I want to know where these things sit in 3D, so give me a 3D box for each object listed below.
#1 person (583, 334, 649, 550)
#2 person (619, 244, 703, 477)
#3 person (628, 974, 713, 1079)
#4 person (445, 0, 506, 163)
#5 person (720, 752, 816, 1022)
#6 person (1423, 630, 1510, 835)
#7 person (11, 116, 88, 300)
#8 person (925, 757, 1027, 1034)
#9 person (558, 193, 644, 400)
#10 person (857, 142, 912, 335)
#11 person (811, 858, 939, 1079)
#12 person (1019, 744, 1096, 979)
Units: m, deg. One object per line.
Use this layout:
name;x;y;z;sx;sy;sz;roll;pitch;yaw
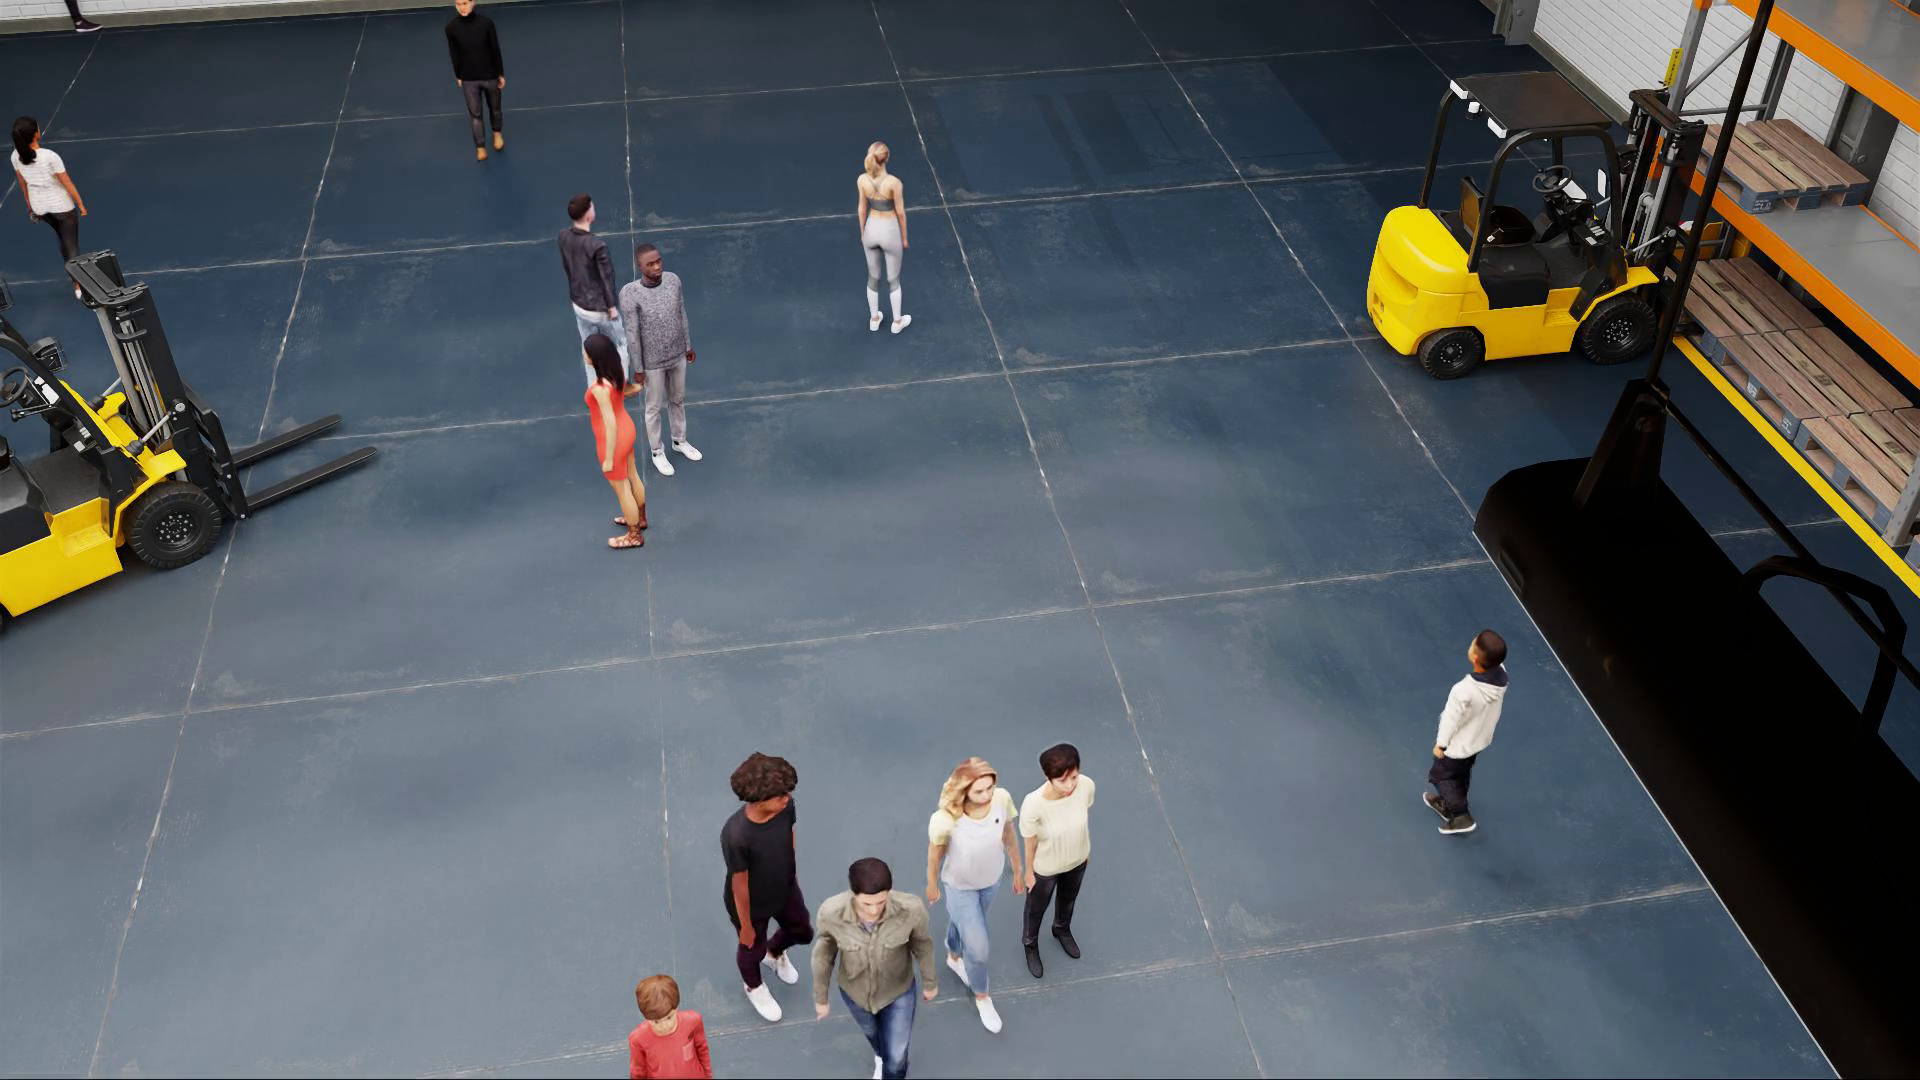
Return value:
person;-2.378;-0.687;11.511;0.698;1.719;0.525;2;39;3
person;-2.205;-1.358;12.255;0.761;1.839;0.766;-32;48;-33
person;-1.332;2.518;7.741;0.562;1.416;0.550;-15;41;-18
person;-4.755;-4.661;16.509;0.667;1.692;1.011;-8;39;-10
person;-1.056;1.721;8.457;0.770;1.767;0.809;-31;48;-33
person;2.917;1.144;9.442;0.721;1.441;0.778;-25;45;-28
person;-7.791;-2.802;14.229;0.648;1.633;0.677;2;39;3
person;0.013;1.691;8.542;0.819;1.709;0.935;-24;44;-27
person;-2.860;-1.767;12.781;0.842;1.822;0.893;19;43;23
person;-0.643;-2.509;13.806;0.656;1.702;0.678;11;40;13
person;-0.385;2.050;7.987;0.834;1.840;0.865;3;39;3
person;0.507;1.659;8.679;0.648;1.587;0.585;-19;42;-22
